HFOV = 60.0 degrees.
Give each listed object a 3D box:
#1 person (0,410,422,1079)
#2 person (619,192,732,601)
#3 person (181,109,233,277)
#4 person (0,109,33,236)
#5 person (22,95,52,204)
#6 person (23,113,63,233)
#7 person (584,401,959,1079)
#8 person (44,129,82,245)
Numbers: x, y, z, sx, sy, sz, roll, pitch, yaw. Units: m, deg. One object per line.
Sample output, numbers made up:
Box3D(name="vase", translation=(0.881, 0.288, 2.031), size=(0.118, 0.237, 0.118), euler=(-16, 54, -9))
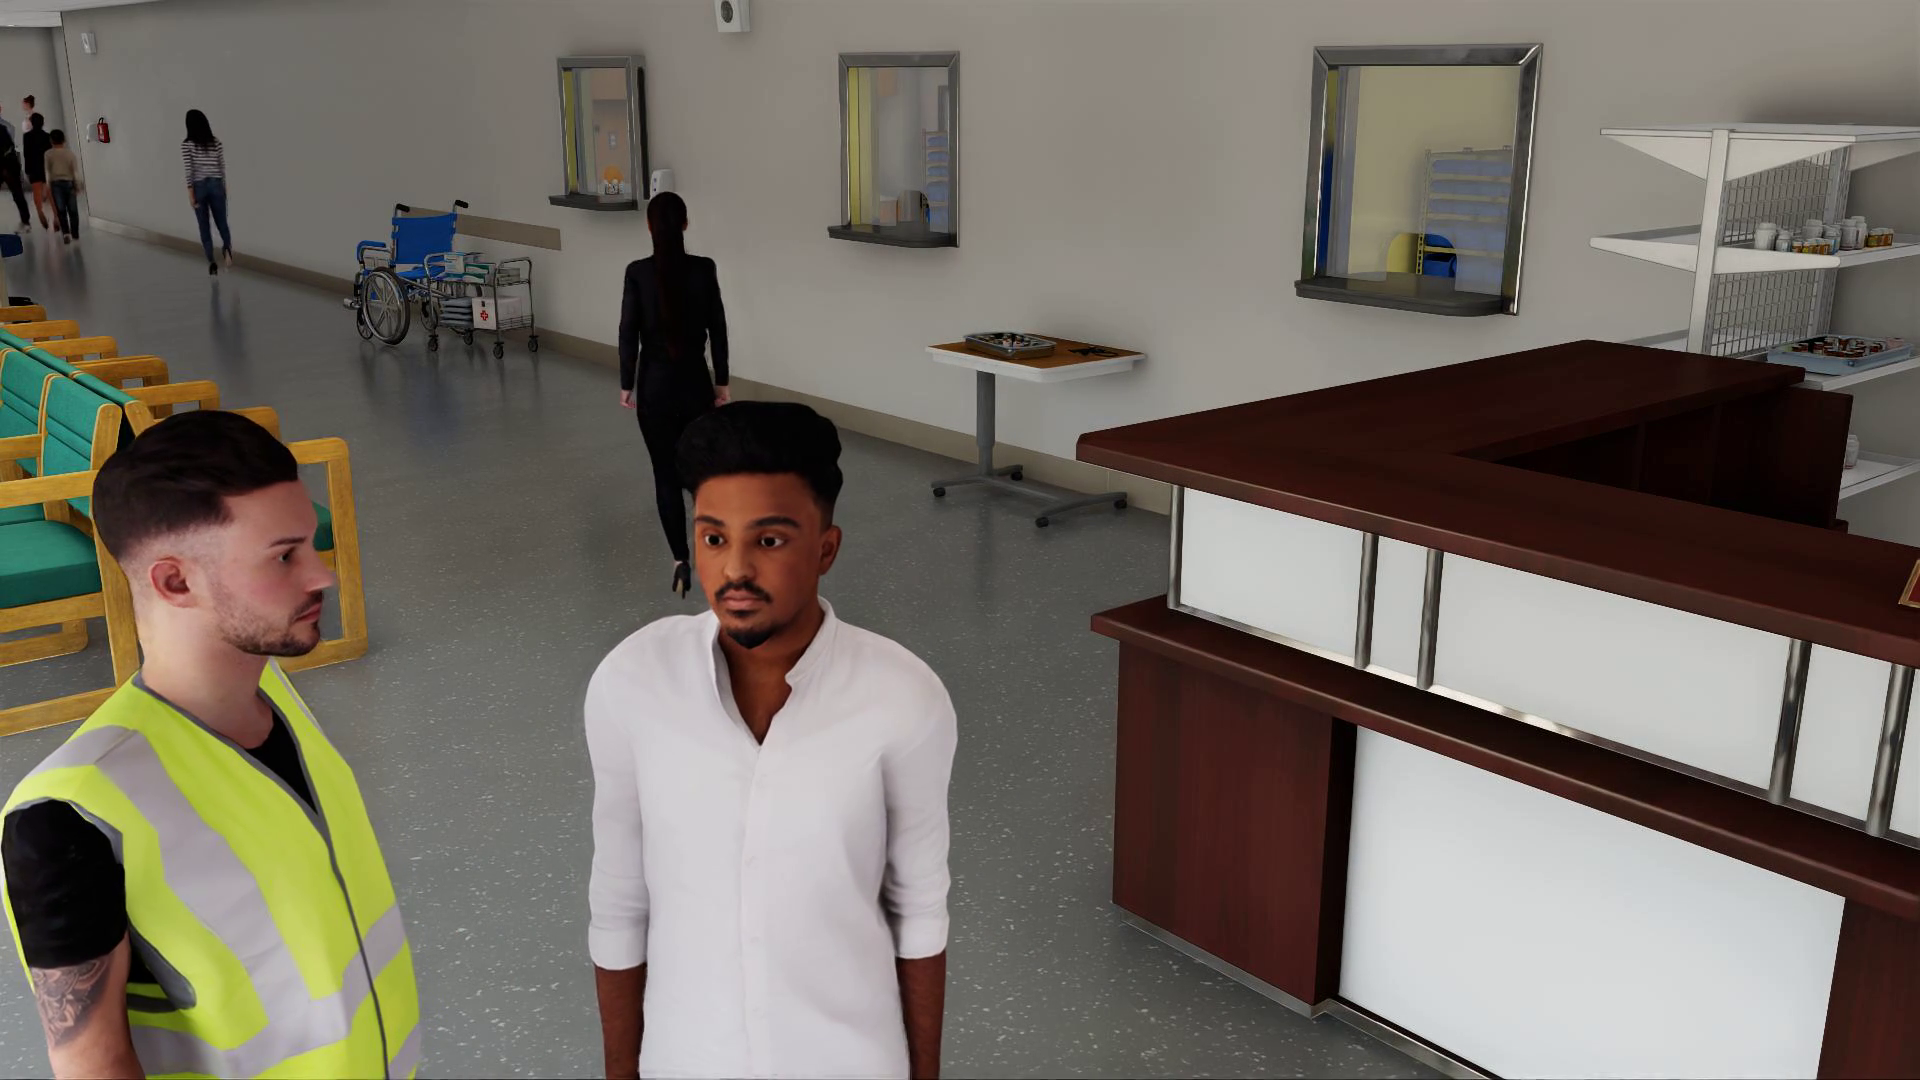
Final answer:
Box3D(name="person", translation=(-0.821, 0.748, 1.967), size=(0.903, 1.846, 0.853), euler=(-1, 16, -3))
Box3D(name="person", translation=(-1.166, -0.578, 6.941), size=(0.630, 1.702, 0.733), euler=(-6, 17, -22))
Box3D(name="person", translation=(-8.014, -3.679, 17.810), size=(1.002, 1.772, 0.687), euler=(-12, 20, -36))
Box3D(name="person", translation=(-13.034, -5.110, 22.823), size=(0.986, 1.805, 1.080), euler=(3, 16, 11))
Box3D(name="person", translation=(-15.776, -6.676, 28.405), size=(0.612, 1.791, 0.629), euler=(-5, 16, -16))
Box3D(name="person", translation=(-12.501, -4.962, 22.653), size=(1.003, 1.614, 0.845), euler=(-6, 17, -21))
Box3D(name="person", translation=(-0.244, 0.686, 2.247), size=(0.731, 1.816, 0.795), euler=(1, 16, 3))
Box3D(name="person", translation=(-11.603, -4.551, 21.499), size=(0.949, 1.448, 0.702), euler=(-10, 18, -31))
